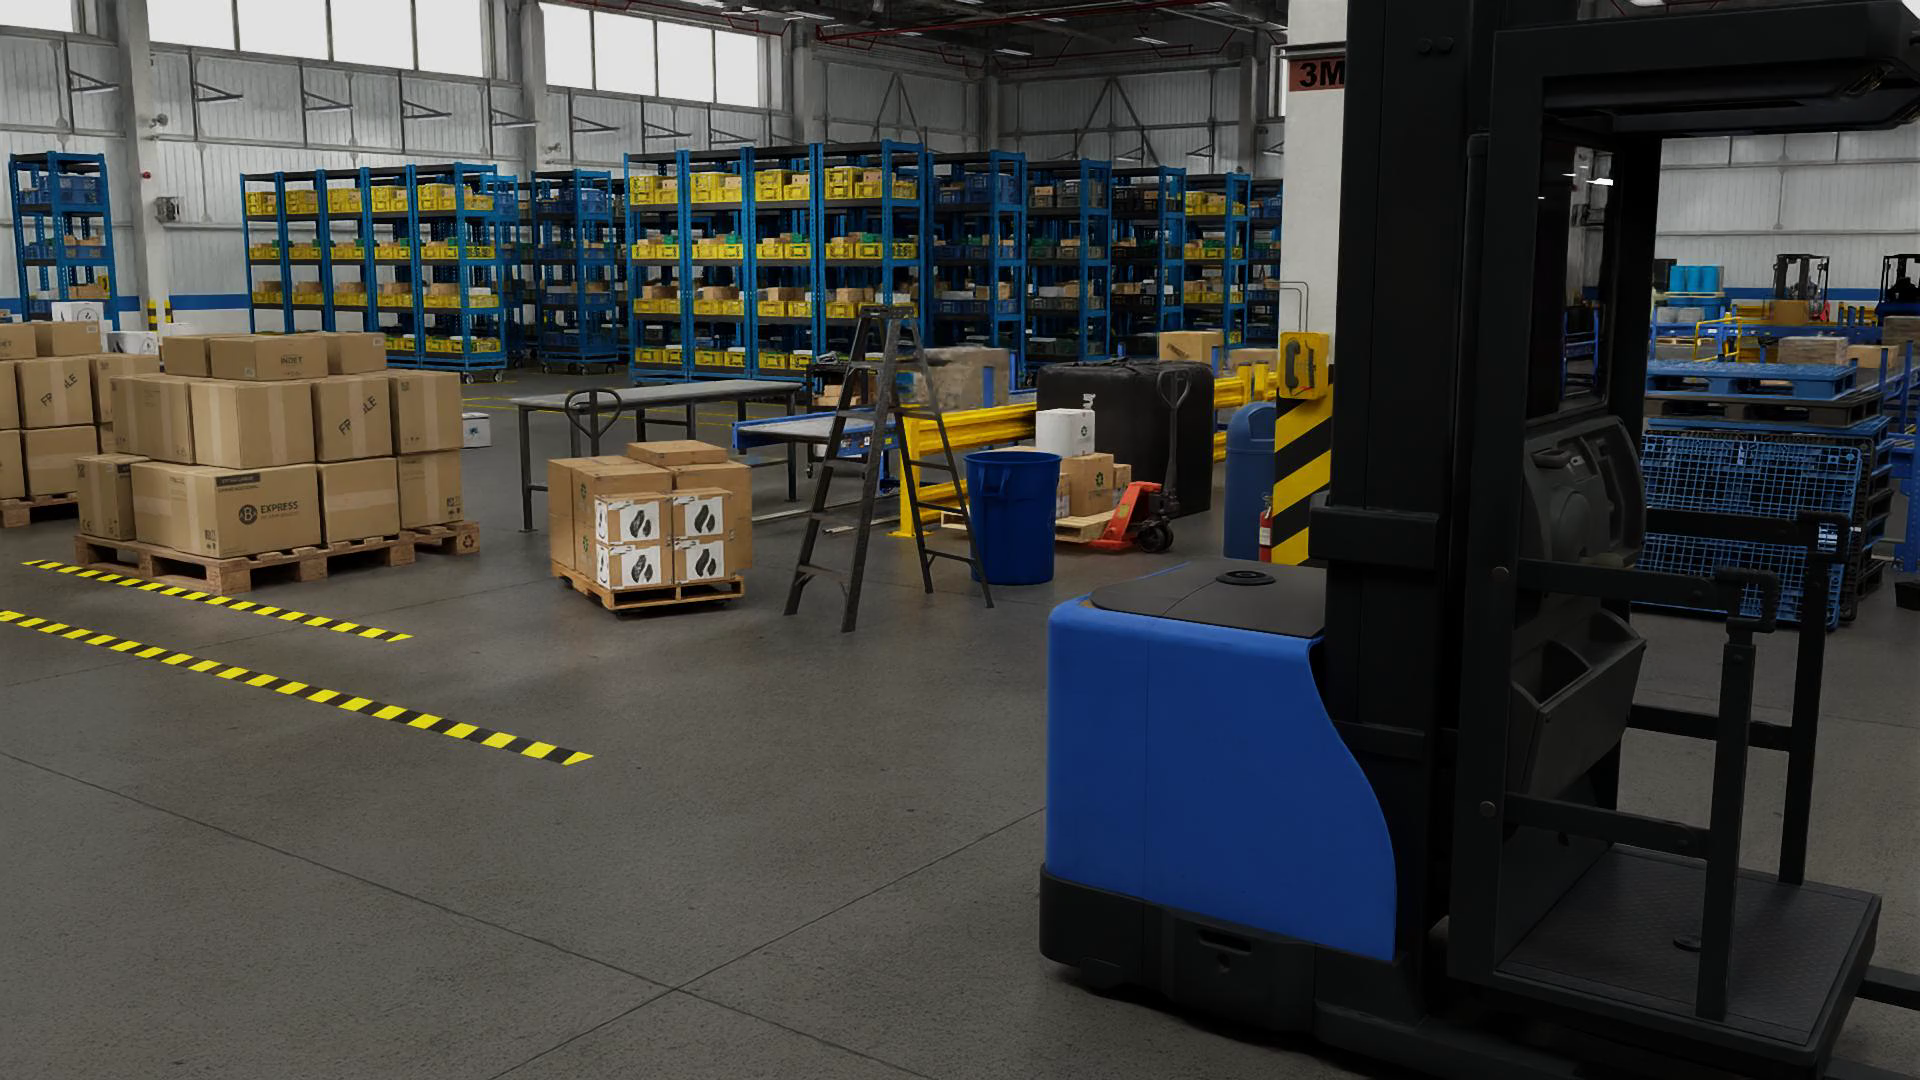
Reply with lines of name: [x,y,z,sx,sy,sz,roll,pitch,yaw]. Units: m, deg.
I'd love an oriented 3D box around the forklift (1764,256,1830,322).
forklift: [20.253,-5.854,40.139,1.157,1.987,2.680,7,12,35]

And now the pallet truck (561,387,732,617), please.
pallet truck: [-1.981,-0.274,10.088,0.680,1.201,1.601,-5,11,-28]

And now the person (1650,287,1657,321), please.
person: [13.697,-4.489,33.430,0.430,1.817,0.622,-3,10,-16]

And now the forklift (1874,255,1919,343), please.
forklift: [22.089,-5.634,38.796,1.157,1.987,2.680,6,11,33]

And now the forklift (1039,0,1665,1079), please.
forklift: [1.249,-0.137,4.360,1.873,2.768,1.129,7,12,35]

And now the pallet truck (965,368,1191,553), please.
pallet truck: [0.845,-0.609,11.869,1.630,1.274,0.653,7,12,35]

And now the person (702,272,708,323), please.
person: [-5.495,-5.005,36.579,0.952,1.800,0.582,5,11,27]
